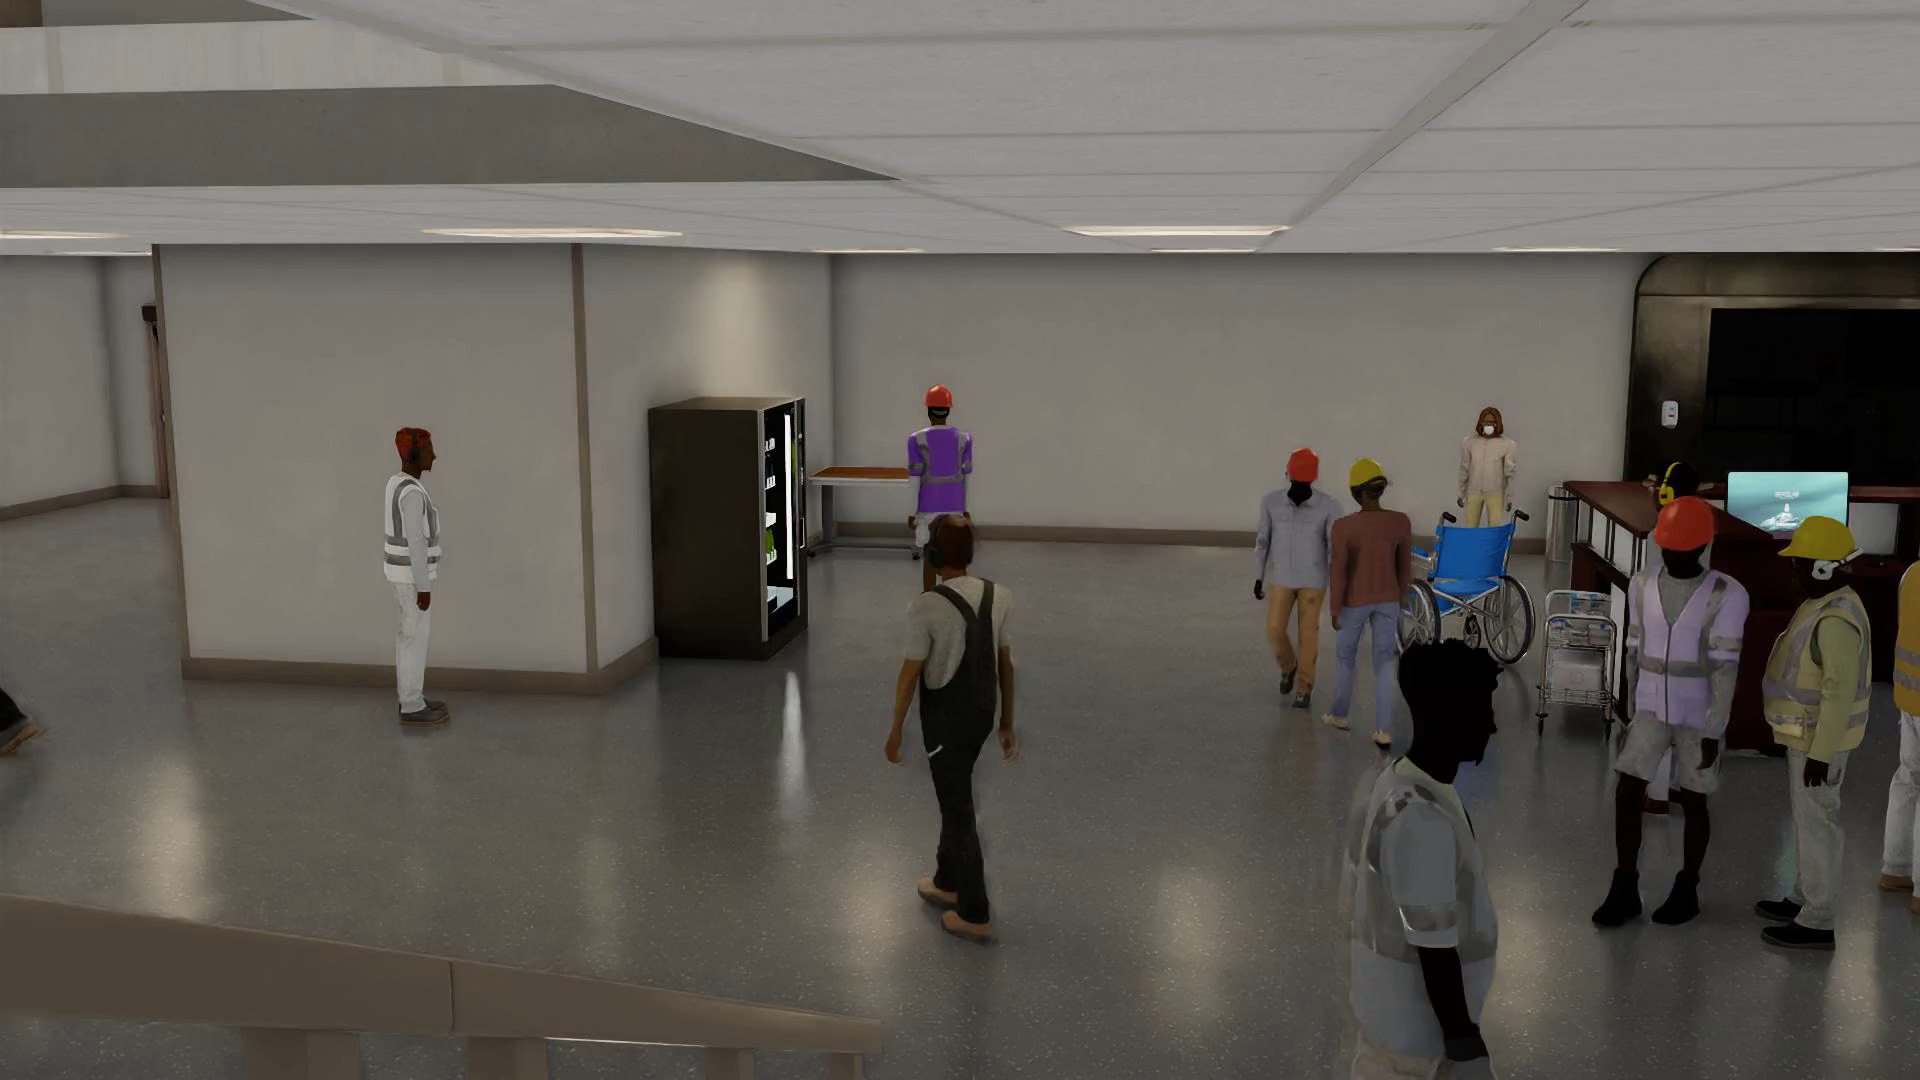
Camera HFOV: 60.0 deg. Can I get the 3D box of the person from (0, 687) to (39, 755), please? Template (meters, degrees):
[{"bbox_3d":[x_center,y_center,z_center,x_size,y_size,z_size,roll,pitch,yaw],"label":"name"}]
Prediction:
[{"bbox_3d":[-5.914,0.345,9.537,1.013,1.950,0.623,-1,9,-7],"label":"person"}]

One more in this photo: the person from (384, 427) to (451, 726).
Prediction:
[{"bbox_3d":[-3.429,0.228,10.458,0.351,1.878,0.568,-5,10,-27],"label":"person"}]

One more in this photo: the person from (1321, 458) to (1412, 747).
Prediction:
[{"bbox_3d":[2.473,0.362,10.083,0.553,1.733,0.753,-1,9,-5],"label":"person"}]

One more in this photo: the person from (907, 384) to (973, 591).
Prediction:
[{"bbox_3d":[-0.170,-0.278,13.373,0.542,1.938,0.357,-3,10,-18],"label":"person"}]

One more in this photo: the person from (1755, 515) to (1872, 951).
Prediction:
[{"bbox_3d":[3.592,0.806,7.014,0.404,1.829,0.600,4,10,23],"label":"person"}]

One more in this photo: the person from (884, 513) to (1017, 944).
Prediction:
[{"bbox_3d":[-0.087,0.784,7.171,0.530,1.817,0.756,-8,12,-40],"label":"person"}]

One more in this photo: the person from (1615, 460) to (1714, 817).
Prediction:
[{"bbox_3d":[3.717,0.516,8.725,0.512,1.862,0.324,-6,11,-33],"label":"person"}]

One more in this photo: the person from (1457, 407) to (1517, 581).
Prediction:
[{"bbox_3d":[4.772,-0.397,15.085,0.504,1.627,0.286,5,11,29],"label":"person"}]

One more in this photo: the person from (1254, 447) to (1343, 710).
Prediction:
[{"bbox_3d":[2.203,0.242,10.827,0.600,1.721,0.453,4,10,24],"label":"person"}]

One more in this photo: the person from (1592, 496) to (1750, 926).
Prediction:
[{"bbox_3d":[3.025,0.758,7.110,0.708,1.902,0.538,-8,12,-42],"label":"person"}]

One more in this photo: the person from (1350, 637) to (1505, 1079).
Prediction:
[{"bbox_3d":[1.162,1.191,4.345,0.975,1.931,0.600,3,10,19],"label":"person"}]

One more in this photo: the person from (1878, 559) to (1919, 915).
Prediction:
[{"bbox_3d":[4.369,0.754,7.353,0.429,1.837,0.629,1,9,6],"label":"person"}]
